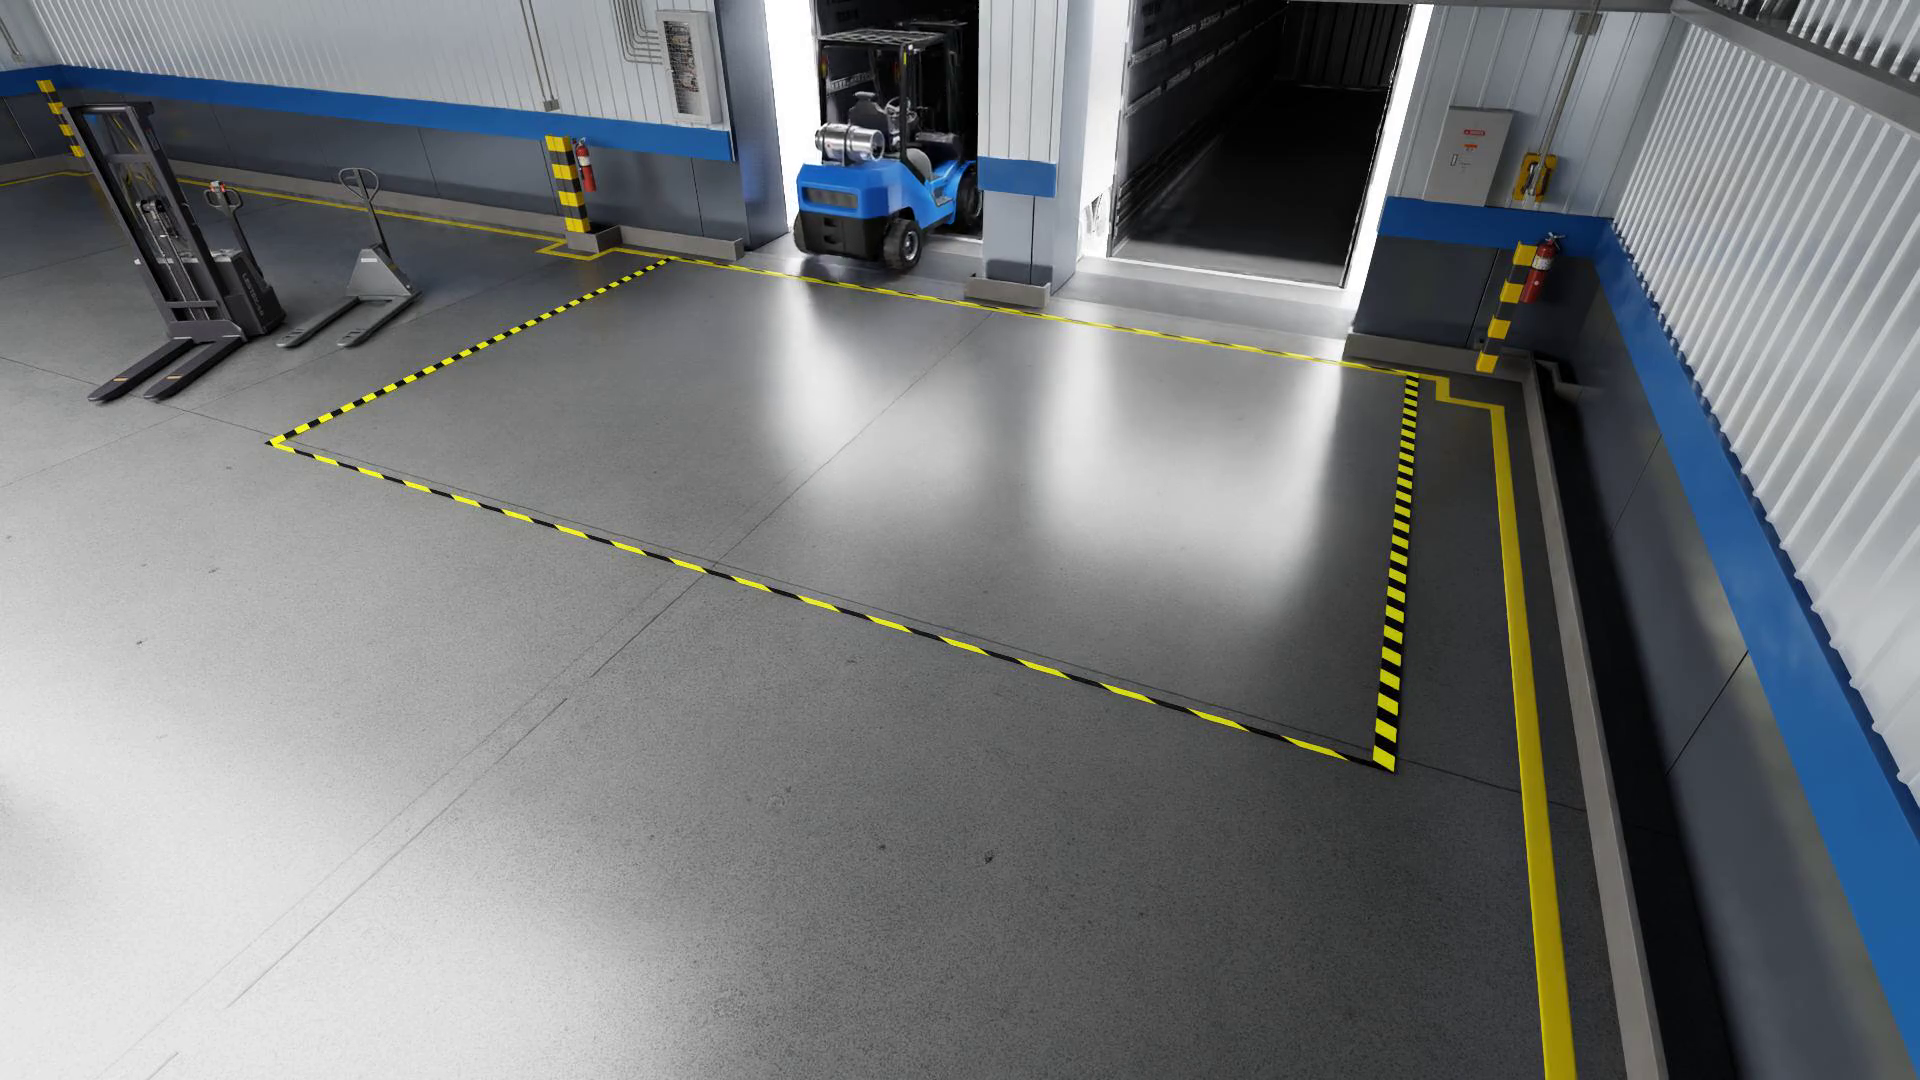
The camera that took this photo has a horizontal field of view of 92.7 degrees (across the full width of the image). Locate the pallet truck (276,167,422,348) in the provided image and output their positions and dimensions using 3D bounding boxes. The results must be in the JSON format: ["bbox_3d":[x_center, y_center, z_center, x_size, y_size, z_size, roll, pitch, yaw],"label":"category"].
[{"bbox_3d":[-5.732,-2.611,8.414,0.680,1.201,1.601,-1,35,-1],"label":"pallet truck"}]

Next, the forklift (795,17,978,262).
[{"bbox_3d":[-0.734,-4.470,10.084,1.157,2.036,2.680,16,38,21],"label":"forklift"}]

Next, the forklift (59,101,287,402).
[{"bbox_3d":[-6.686,-2.387,7.434,0.823,1.965,1.885,-3,35,-5],"label":"forklift"}]
